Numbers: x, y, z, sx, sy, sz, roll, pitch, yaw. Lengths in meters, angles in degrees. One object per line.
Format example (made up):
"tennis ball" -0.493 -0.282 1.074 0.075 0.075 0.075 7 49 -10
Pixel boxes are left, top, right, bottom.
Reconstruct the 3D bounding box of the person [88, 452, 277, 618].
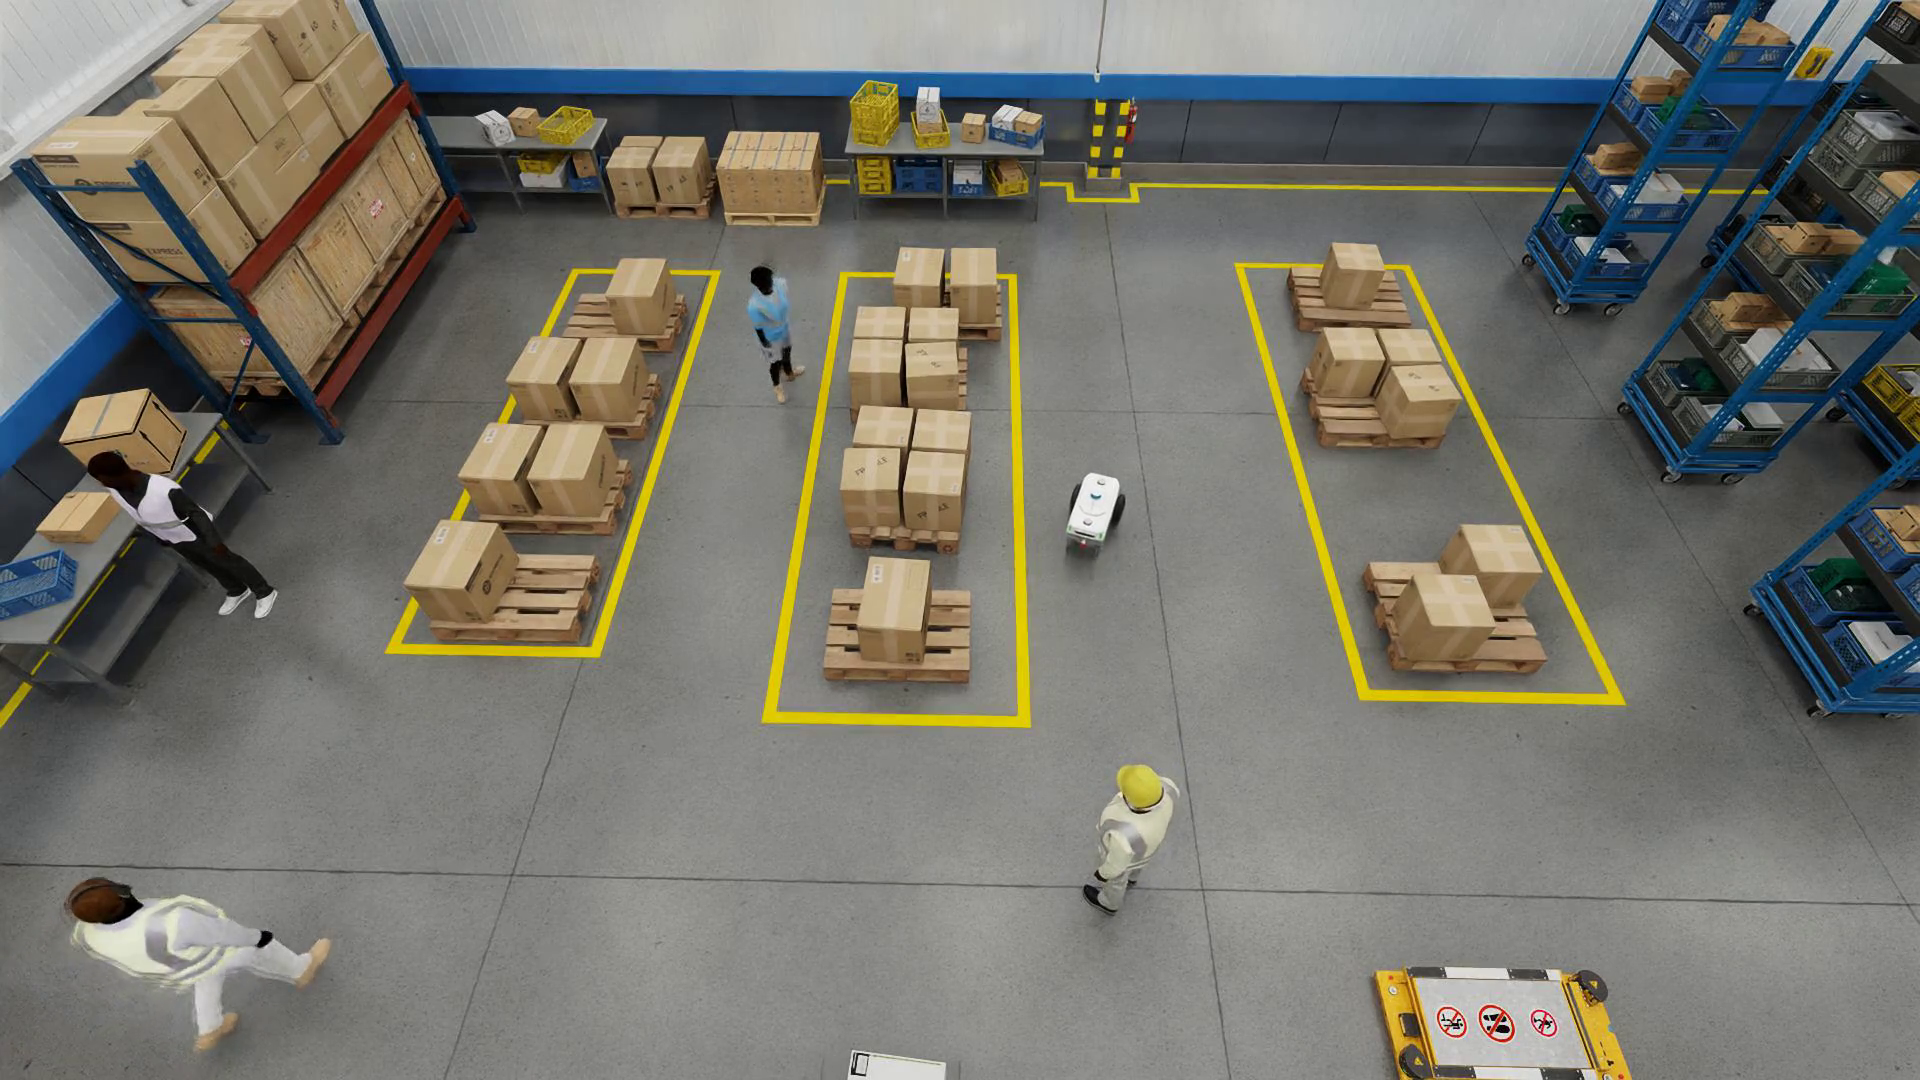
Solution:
"person" -6.289 -0.050 7.458 0.587 1.913 0.391 7 51 5

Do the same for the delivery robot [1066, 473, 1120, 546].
"delivery robot" 1.234 -0.285 8.460 0.477 0.478 0.707 15 53 12

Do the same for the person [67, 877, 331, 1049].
"person" -4.552 2.482 5.460 0.660 1.823 0.667 4 51 3

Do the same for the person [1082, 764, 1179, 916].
"person" 1.071 1.928 5.897 0.403 1.827 0.599 35 59 25

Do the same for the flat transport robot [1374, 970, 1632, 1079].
"flat transport robot" 3.501 3.133 5.914 1.431 0.197 0.652 1 51 1

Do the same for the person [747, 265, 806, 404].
"person" -1.845 -2.160 9.336 0.359 1.659 0.688 25 55 19
